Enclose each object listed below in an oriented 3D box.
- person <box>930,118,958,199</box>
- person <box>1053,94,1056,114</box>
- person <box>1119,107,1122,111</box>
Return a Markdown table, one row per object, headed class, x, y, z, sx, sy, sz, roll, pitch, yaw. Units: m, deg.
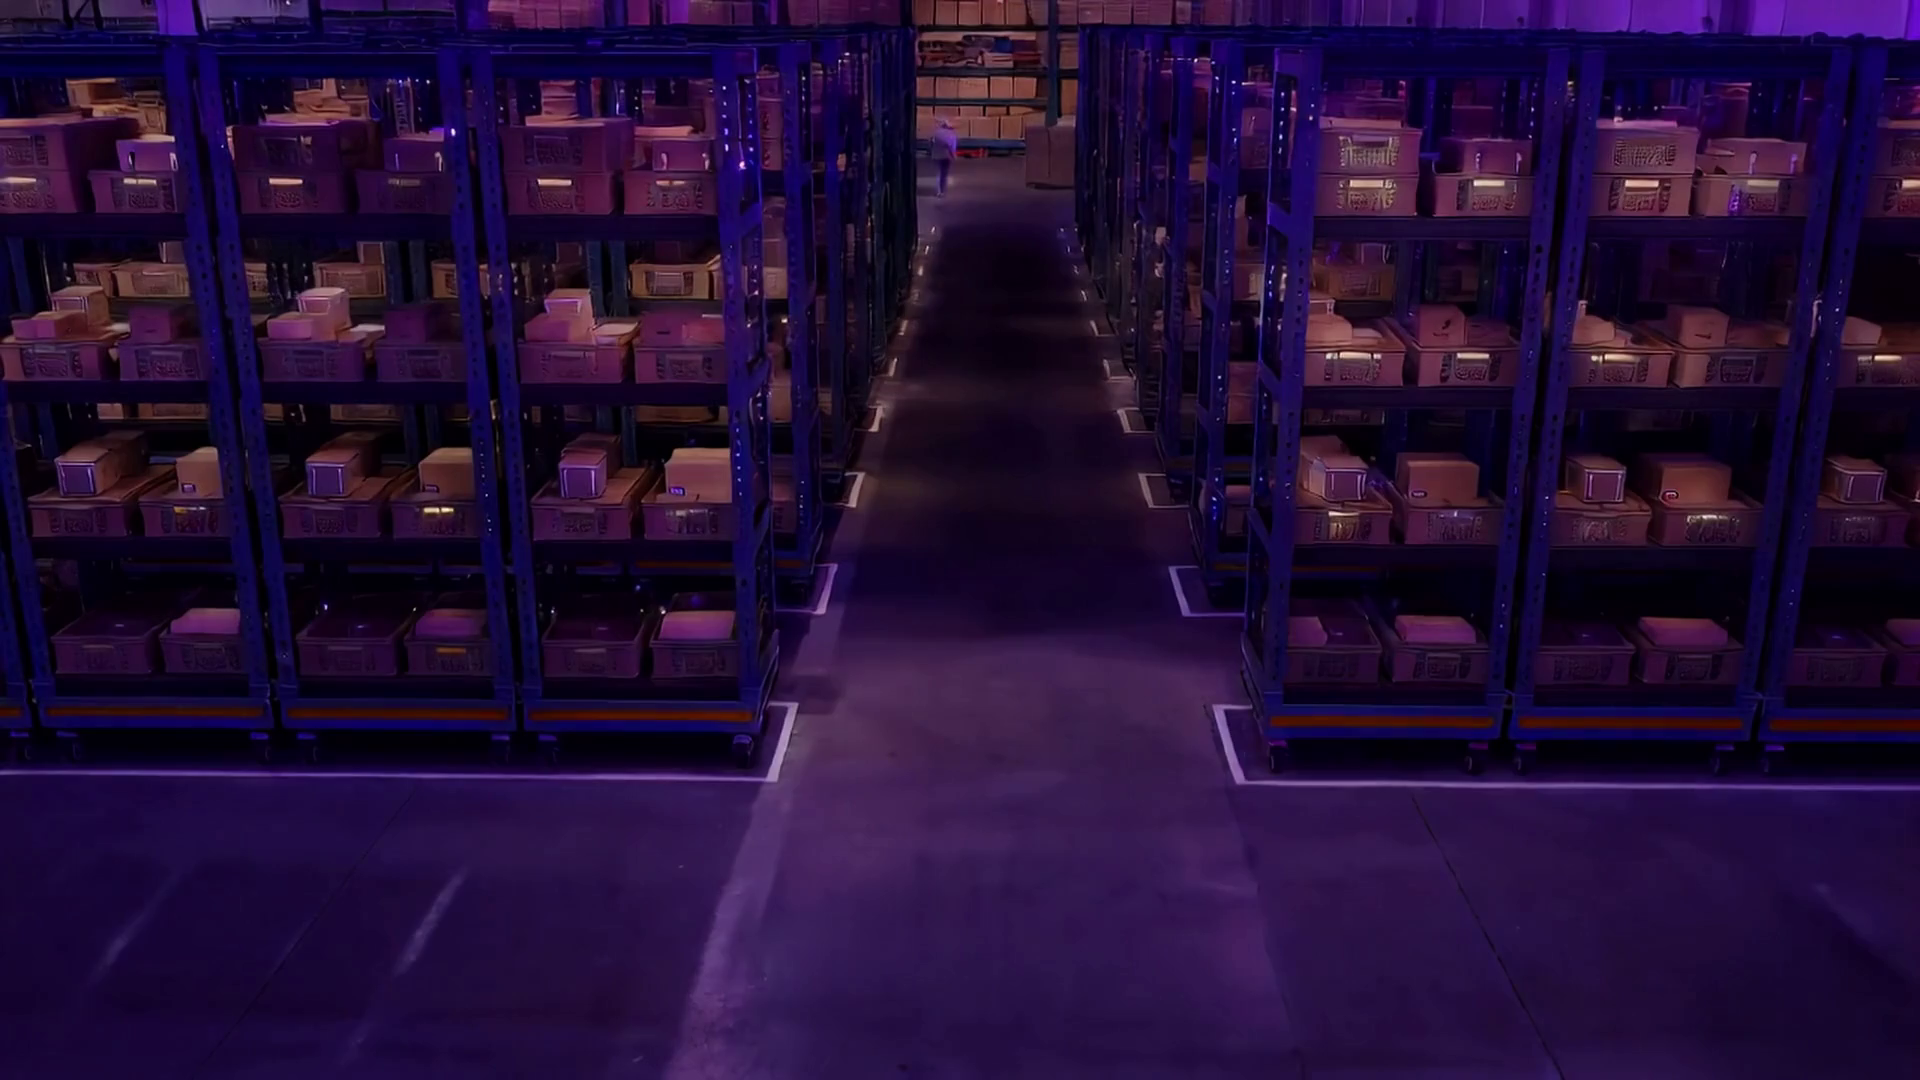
| class | x | y | z | sx | sy | sz | roll | pitch | yaw |
| --- | --- | --- | --- | --- | --- | --- | --- | --- | --- |
| person | -0.331 | -8.224 | 35.818 | 0.587 | 1.680 | 0.866 | 7 | 19 | 21 |
| person | 2.927 | -12.279 | 48.411 | 0.765 | 1.880 | 0.651 | 0 | 17 | 1 |
| person | 3.793 | -9.542 | 39.974 | 0.504 | 1.704 | 0.592 | 6 | 18 | 17 |
